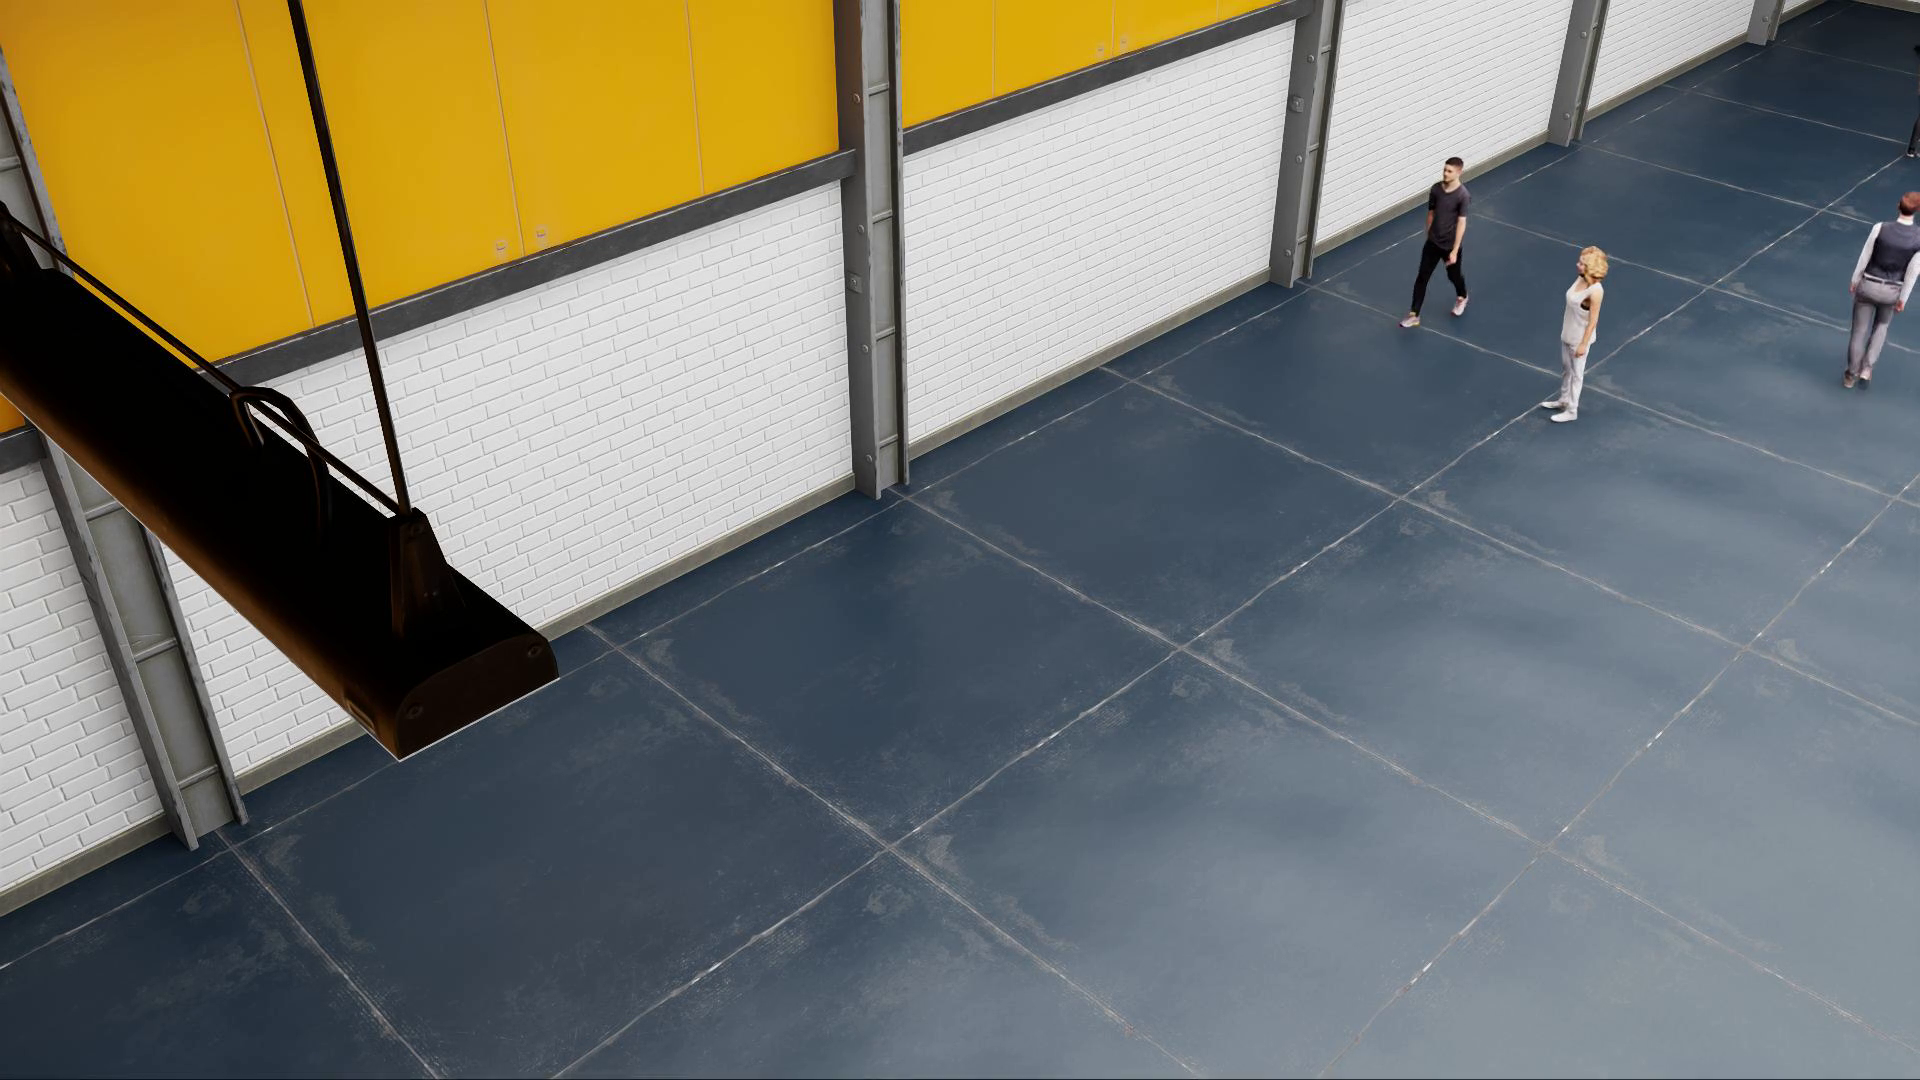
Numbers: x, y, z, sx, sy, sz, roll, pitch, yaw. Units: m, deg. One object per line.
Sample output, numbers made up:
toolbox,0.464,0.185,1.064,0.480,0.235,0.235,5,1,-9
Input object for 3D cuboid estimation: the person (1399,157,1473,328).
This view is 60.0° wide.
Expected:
person,4.906,-2.972,16.630,1.151,1.729,0.667,-28,43,-35

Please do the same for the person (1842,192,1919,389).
person,8.522,-2.282,15.417,0.742,1.923,0.729,15,37,22

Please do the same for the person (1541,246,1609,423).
person,5.595,-1.861,15.010,0.744,1.671,0.691,-1,34,-2
